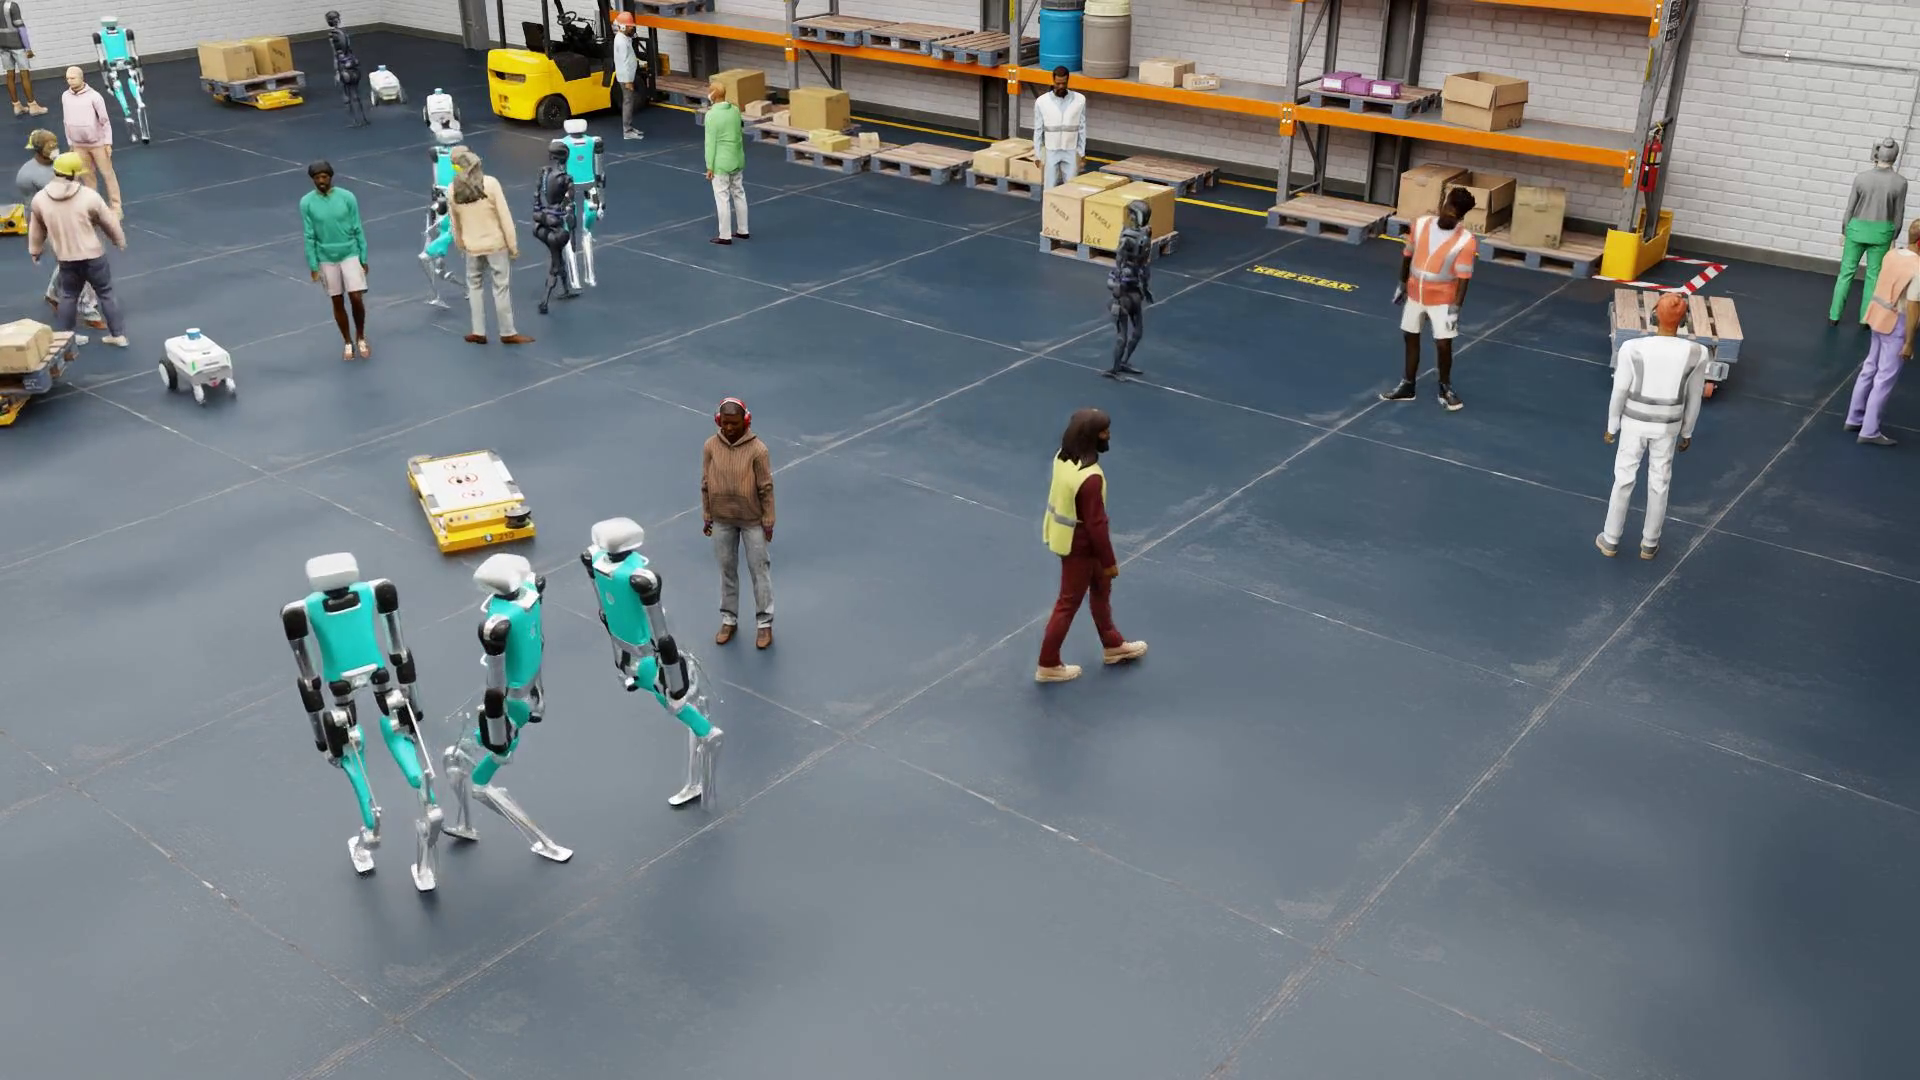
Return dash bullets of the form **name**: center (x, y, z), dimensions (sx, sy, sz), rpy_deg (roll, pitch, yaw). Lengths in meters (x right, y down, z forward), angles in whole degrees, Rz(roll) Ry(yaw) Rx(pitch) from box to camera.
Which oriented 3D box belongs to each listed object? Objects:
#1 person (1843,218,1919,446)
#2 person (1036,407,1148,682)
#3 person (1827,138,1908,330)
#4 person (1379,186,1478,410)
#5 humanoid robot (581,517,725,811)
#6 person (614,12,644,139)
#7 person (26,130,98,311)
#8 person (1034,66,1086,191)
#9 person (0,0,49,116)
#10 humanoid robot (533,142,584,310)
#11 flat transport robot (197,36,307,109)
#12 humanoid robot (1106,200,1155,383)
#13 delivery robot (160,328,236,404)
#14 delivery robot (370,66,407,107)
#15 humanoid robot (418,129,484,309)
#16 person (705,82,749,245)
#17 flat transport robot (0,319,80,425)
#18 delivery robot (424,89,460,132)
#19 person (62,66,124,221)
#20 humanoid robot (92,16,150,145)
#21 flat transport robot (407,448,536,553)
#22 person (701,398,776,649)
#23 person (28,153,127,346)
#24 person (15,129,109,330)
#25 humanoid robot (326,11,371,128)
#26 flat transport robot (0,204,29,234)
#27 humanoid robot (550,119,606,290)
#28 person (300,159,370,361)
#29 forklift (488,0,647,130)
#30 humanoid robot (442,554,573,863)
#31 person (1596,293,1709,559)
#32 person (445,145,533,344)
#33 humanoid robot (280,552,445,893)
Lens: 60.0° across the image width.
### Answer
- **person**: center (7.391, -1.655, 13.197), dimensions (0.379, 1.836, 0.564), rpy_deg (1, 26, 1)
- **person**: center (0.823, 0.034, 9.812), dimensions (0.844, 1.733, 0.486), rpy_deg (-5, 26, -10)
- **person**: center (8.645, -2.911, 15.796), dimensions (0.507, 1.839, 0.341), rpy_deg (15, 29, 28)
- **person**: center (3.939, -2.018, 13.856), dimensions (0.387, 1.925, 0.717), rpy_deg (-23, 34, -39)
- **humanoid robot**: center (-1.472, 0.666, 8.579), dimensions (0.537, 1.830, 0.777), rpy_deg (22, 33, 38)
- **person**: center (-4.668, -6.539, 23.423), dimensions (0.349, 1.738, 0.571), rpy_deg (-5, 26, -10)
- **person**: center (-8.821, -3.137, 16.344), dimensions (0.326, 1.768, 0.524), rpy_deg (-11, 28, -22)
- **person**: center (1.122, -4.382, 18.766), dimensions (0.595, 1.908, 0.404), rpy_deg (-4, 26, -8)
- **person**: center (-14.135, -7.380, 24.819), dimensions (0.606, 2.044, 0.373), rpy_deg (5, 26, 9)
- **humanoid robot**: center (-4.059, -3.110, 16.449), dimensions (0.615, 1.610, 0.676), rpy_deg (18, 31, 33)
- **flat transport robot**: center (-10.968, -6.938, 25.939), dimensions (1.431, 0.231, 0.659), rpy_deg (18, 31, 33)
- **humanoid robot**: center (1.455, -2.169, 14.458), dimensions (0.412, 1.634, 0.606), rpy_deg (17, 30, 31)
- **delivery robot**: center (-6.607, -1.538, 14.436), dimensions (0.499, 0.604, 0.801), rpy_deg (-21, 33, -36)
- **delivery robot**: center (-8.951, -7.078, 25.887), dimensions (0.499, 0.583, 0.765), rpy_deg (-12, 28, -24)
- **humanoid robot**: center (-5.166, -3.083, 16.344), dimensions (0.537, 1.757, 1.012), rpy_deg (16, 30, 30)
- **person**: center (-2.612, -4.193, 18.528), dimensions (0.388, 1.776, 0.539), rpy_deg (17, 31, 32)
- **flat transport robot**: center (-8.297, -1.294, 14.251), dimensions (0.659, 0.231, 1.431), rpy_deg (-5, 26, -9)
- **delivery robot**: center (-7.551, -6.266, 24.200), dimensions (0.509, 0.578, 0.749), rpy_deg (-7, 27, -14)
- **person**: center (-10.111, -4.604, 19.362), dimensions (0.525, 1.784, 0.404), rpy_deg (1, 26, 1)
- **humanoid robot**: center (-11.480, -6.267, 22.921), dimensions (0.532, 1.778, 1.018), rpy_deg (-16, 30, -29)
- **flat transport robot**: center (-3.615, -0.318, 12.229), dimensions (0.659, 0.231, 1.431), rpy_deg (-12, 28, -23)
- **person**: center (-1.350, -0.118, 10.231), dimensions (0.463, 1.648, 0.327), rpy_deg (5, 26, 11)
- **person**: center (-8.080, -2.625, 15.217), dimensions (0.800, 1.825, 0.527), rpy_deg (-4, 26, -8)
- **person**: center (-8.629, -2.978, 15.898), dimensions (0.933, 1.922, 0.639), rpy_deg (8, 27, 16)
- **humanoid robot**: center (-8.895, -6.811, 24.078), dimensions (0.344, 1.640, 0.608), rpy_deg (3, 26, 6)
- **flat transport robot**: center (-11.340, -3.651, 19.132), dimensions (1.431, 0.231, 0.659), rpy_deg (-8, 27, -15)
- **humanoid robot**: center (-3.917, -3.467, 17.016), dimensions (0.532, 1.747, 0.710), rpy_deg (-11, 28, -22)
- **person**: center (-5.591, -2.489, 14.922), dimensions (0.527, 1.833, 0.564), rpy_deg (-6, 26, -12)
- **forklift**: center (-5.874, -7.334, 24.552), dimensions (1.214, 2.155, 2.313), rpy_deg (19, 32, 34)
- **humanoid robot**: center (-2.415, 0.841, 8.190), dimensions (0.909, 1.789, 0.563), rpy_deg (8, 27, 16)
- **person**: center (4.686, -0.762, 11.294), dimensions (0.574, 1.884, 0.356), rpy_deg (6, 26, 12)
- **person**: center (-4.356, -2.706, 15.369), dimensions (0.677, 1.853, 0.381), rpy_deg (3, 26, 6)
- **humanoid robot**: center (-2.769, 0.966, 7.905), dimensions (0.552, 1.775, 0.860), rpy_deg (-16, 30, -30)
